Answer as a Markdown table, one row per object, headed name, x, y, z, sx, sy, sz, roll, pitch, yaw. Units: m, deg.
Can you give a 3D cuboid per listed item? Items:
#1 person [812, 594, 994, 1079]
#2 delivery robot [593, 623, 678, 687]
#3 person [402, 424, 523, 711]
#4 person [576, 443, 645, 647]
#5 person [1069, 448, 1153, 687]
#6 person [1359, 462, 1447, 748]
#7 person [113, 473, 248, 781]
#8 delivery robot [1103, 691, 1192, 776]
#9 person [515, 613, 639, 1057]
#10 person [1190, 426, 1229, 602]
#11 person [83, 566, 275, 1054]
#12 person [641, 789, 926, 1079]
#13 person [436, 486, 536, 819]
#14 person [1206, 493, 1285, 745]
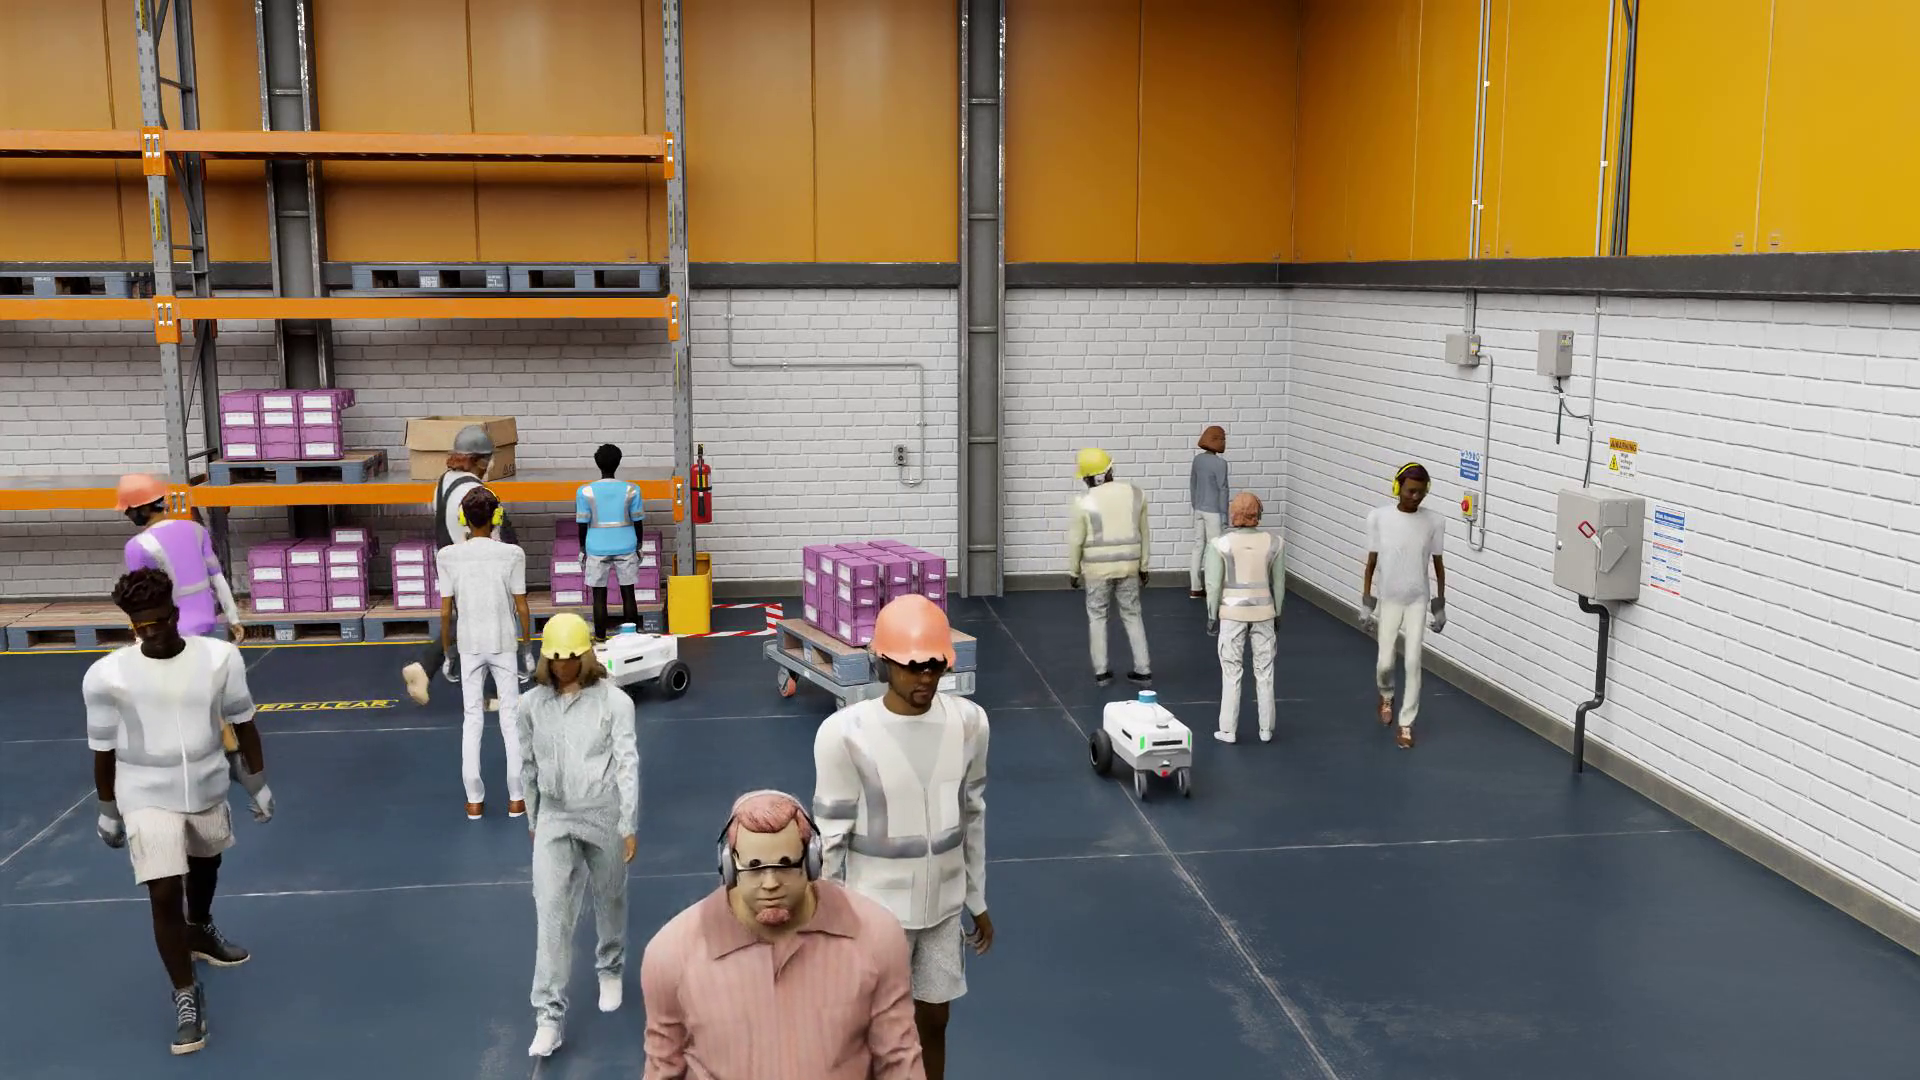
| name | x | y | z | sx | sy | sz | roll | pitch | yaw |
| --- | --- | --- | --- | --- | --- | --- | --- | --- | --- |
| person | -0.158 | 1.172 | 5.307 | 0.614 | 2.038 | 0.396 | -5 | 10 | -28 |
| delivery robot | -2.336 | 0.832 | 11.760 | 0.477 | 0.478 | 0.707 | 6 | 11 | 34 |
| person | -3.399 | 0.193 | 11.415 | 0.763 | 2.000 | 0.689 | -7 | 12 | -39 |
| person | -2.759 | 0.086 | 13.156 | 0.541 | 1.695 | 0.316 | -3 | 10 | -18 |
| person | 1.101 | 0.205 | 12.161 | 0.615 | 1.786 | 0.407 | -3 | 10 | -17 |
| person | 2.854 | 0.398 | 10.745 | 0.562 | 1.846 | 0.515 | 2 | 9 | 10 |
| person | -4.679 | 0.515 | 9.964 | 0.978 | 1.858 | 0.613 | 3 | 10 | 18 |
| delivery robot | 1.106 | 1.138 | 9.852 | 0.477 | 0.478 | 0.707 | -2 | 9 | -13 |
| person | -1.513 | 1.138 | 6.564 | 0.504 | 1.706 | 0.871 | 0 | 9 | -2 |
| person | 2.323 | -0.244 | 15.413 | 0.283 | 1.631 | 0.503 | -5 | 10 | -27 |
| person | -3.200 | 1.010 | 6.805 | 0.682 | 1.900 | 0.984 | -8 | 12 | -40 |
| person | -0.392 | 1.496 | 3.861 | 0.643 | 1.857 | 0.988 | -2 | 9 | -15 |
| person | -2.625 | 0.627 | 9.264 | 0.508 | 1.865 | 0.329 | -1 | 9 | -7 |
| person | 1.837 | 0.510 | 10.698 | 0.513 | 1.637 | 0.313 | -1 | 9 | -4 |
